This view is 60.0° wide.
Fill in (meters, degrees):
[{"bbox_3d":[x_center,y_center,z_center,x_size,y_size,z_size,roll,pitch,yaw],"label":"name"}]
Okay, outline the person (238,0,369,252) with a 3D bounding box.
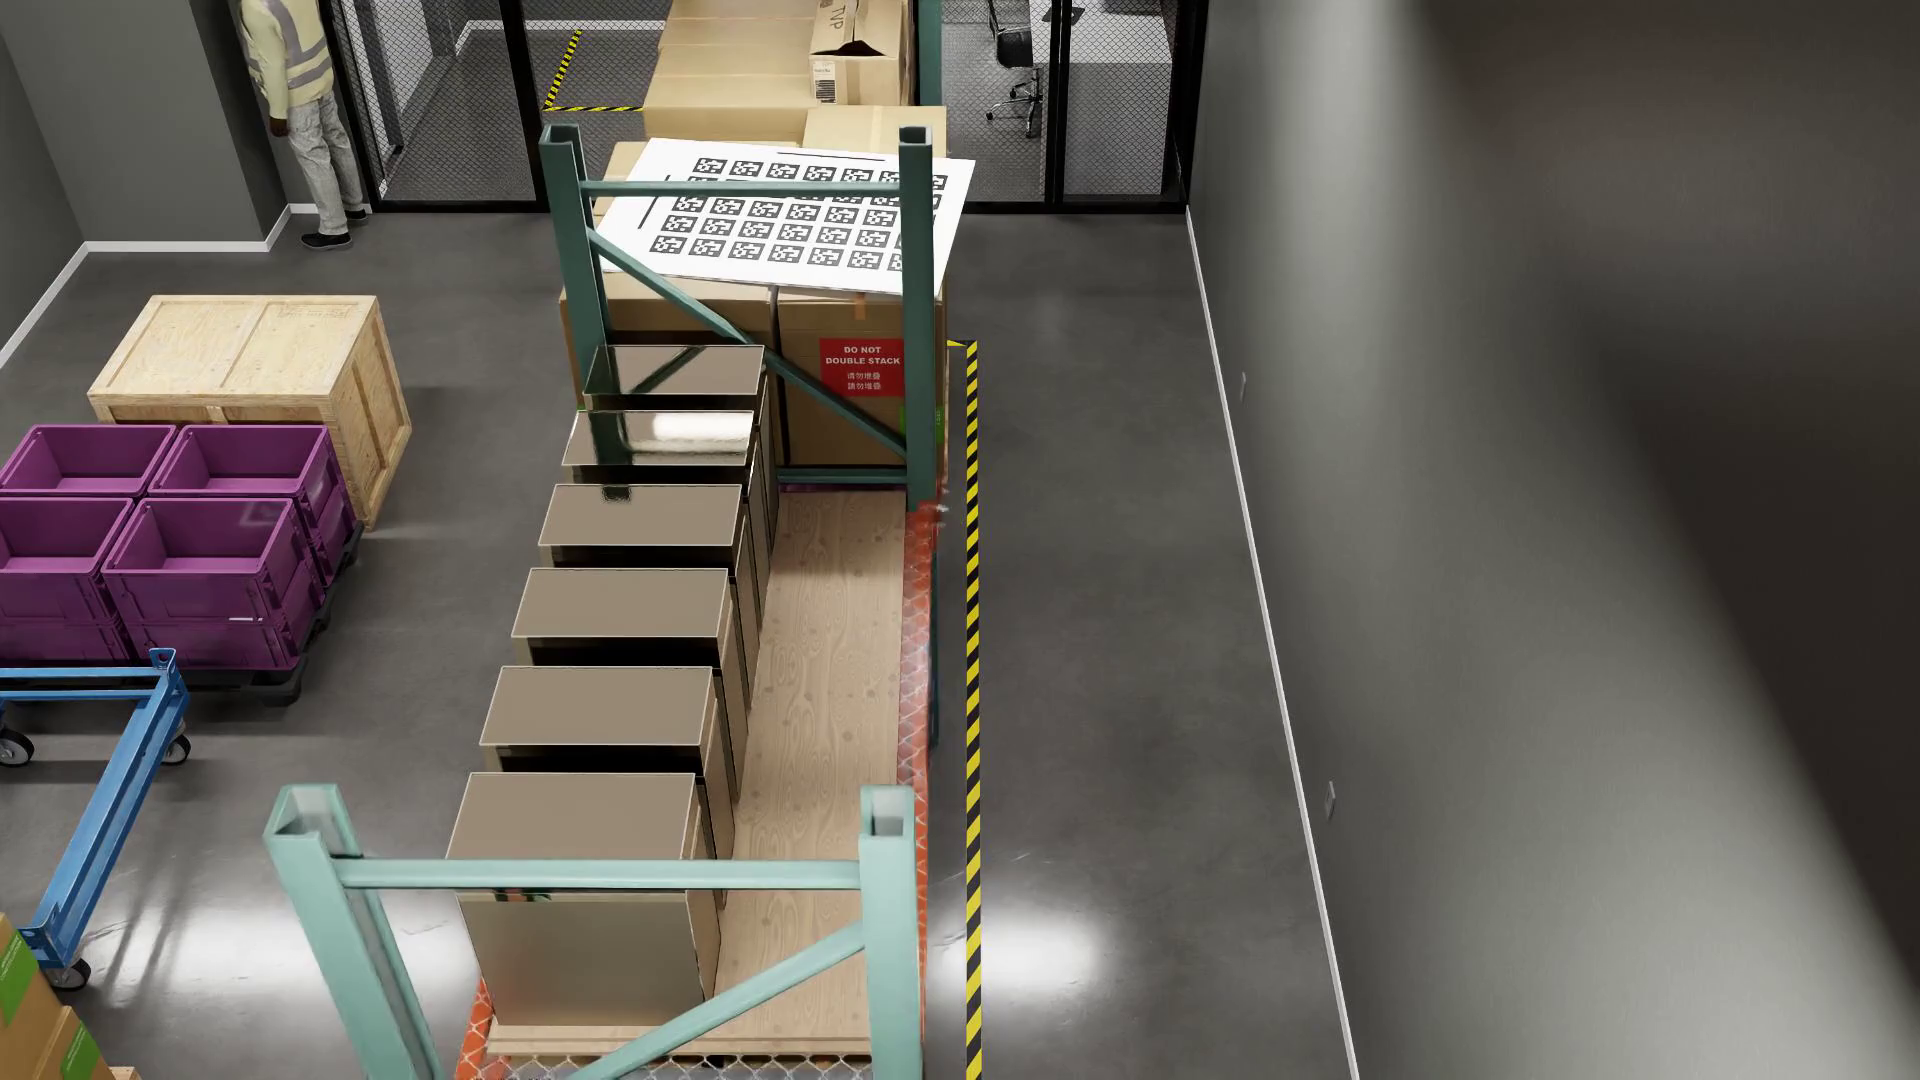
[{"bbox_3d":[-3.480,-2.386,8.692,0.404,1.835,0.587,6,42,7],"label":"person"}]
